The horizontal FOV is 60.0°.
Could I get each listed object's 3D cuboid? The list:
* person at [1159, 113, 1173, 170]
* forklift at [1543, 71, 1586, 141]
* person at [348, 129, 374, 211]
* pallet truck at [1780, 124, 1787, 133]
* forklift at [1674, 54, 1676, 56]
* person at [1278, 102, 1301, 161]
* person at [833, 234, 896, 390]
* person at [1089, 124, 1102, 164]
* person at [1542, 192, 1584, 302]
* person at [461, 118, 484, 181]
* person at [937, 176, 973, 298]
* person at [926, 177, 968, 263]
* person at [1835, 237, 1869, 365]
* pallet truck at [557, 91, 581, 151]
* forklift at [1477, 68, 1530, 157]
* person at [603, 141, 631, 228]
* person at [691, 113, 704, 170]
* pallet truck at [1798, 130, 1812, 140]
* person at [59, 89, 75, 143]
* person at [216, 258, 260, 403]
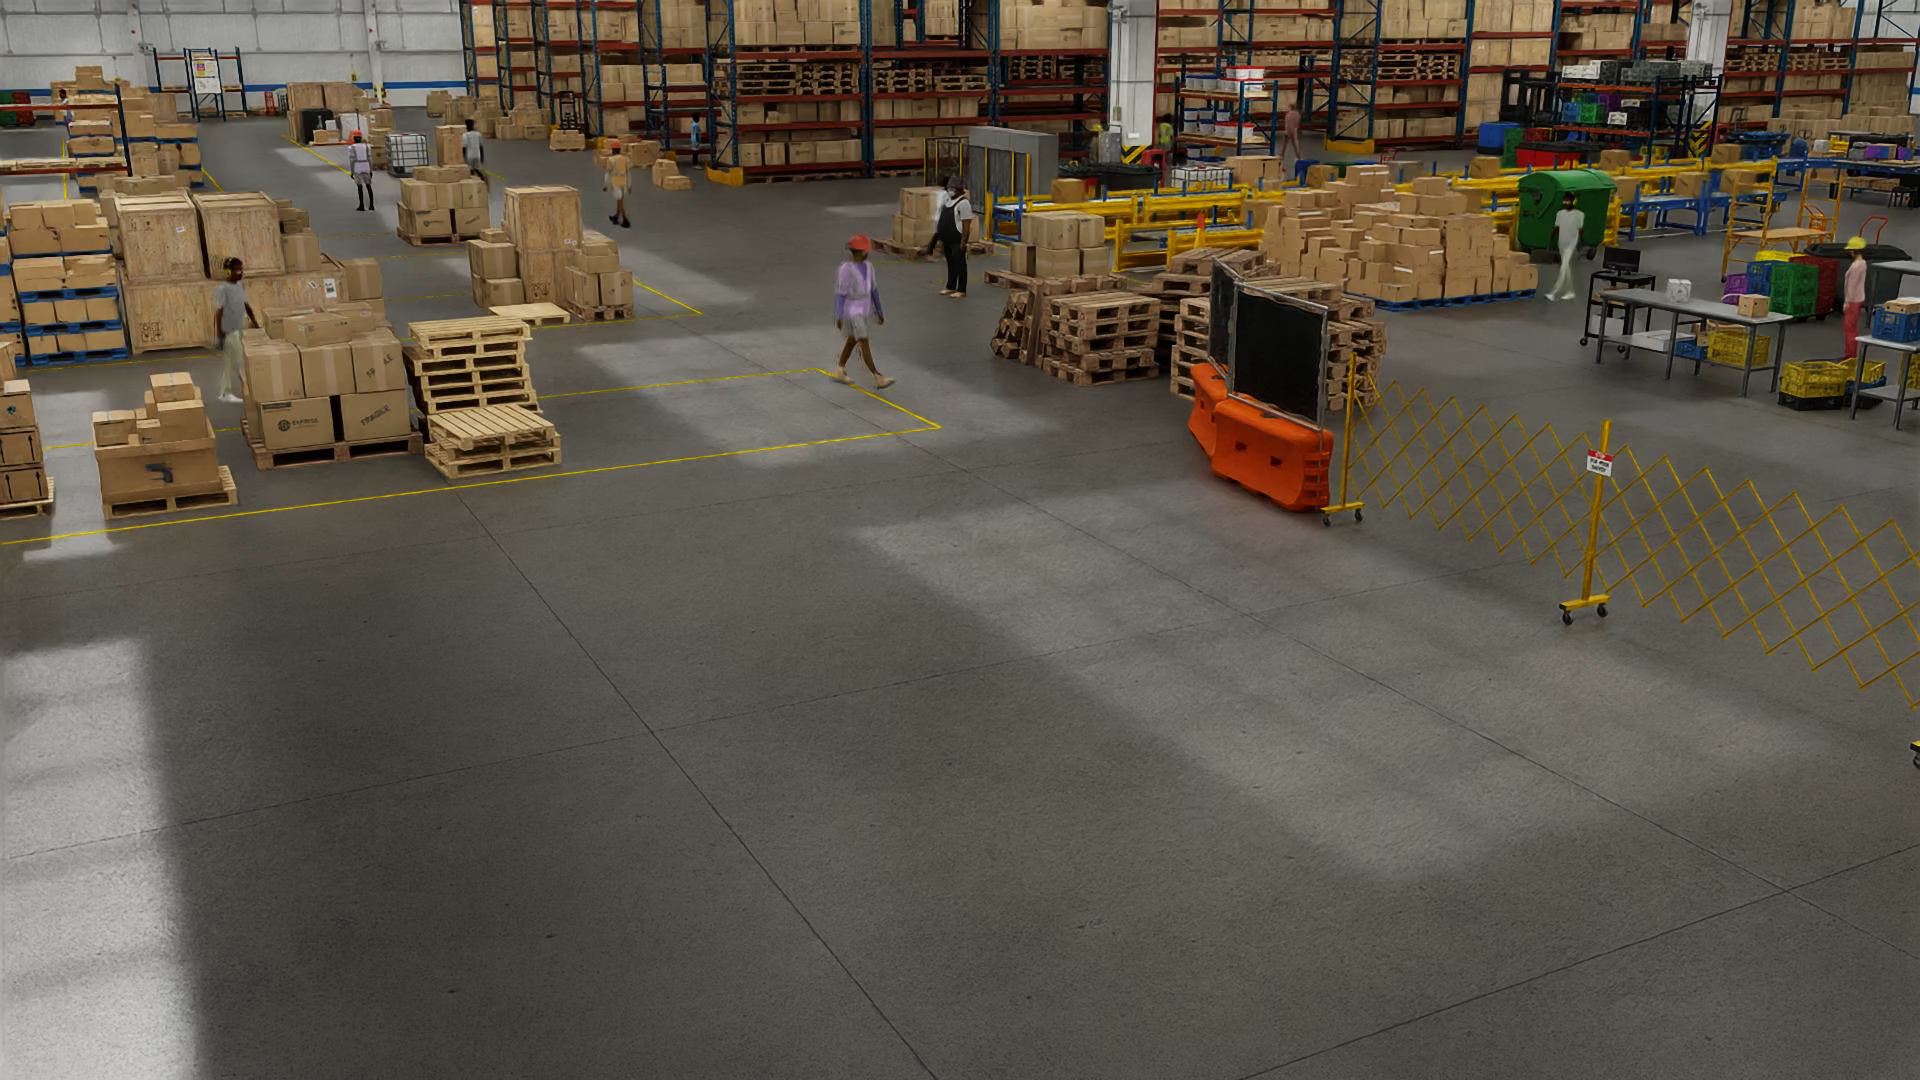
[{"bbox_3d":[6.288,-12.053,50.334,0.487,1.677,0.559,-12,21,-33],"label":"person"},{"bbox_3d":[18.685,-13.231,52.085,1.873,2.768,1.129,-9,20,-26],"label":"forklift"},{"bbox_3d":[-14.492,-8.948,40.250,0.542,1.938,0.358,-14,23,-37],"label":"person"},{"bbox_3d":[25.206,-12.542,52.601,1.601,1.201,0.680,0,18,-2],"label":"pallet truck"},{"bbox_3d":[34.585,-22.181,79.984,1.129,2.768,1.873,-9,20,-26],"label":"forklift"},{"bbox_3d":[10.583,-13.054,53.195,0.661,1.854,1.017,-12,21,-33],"label":"person"},{"bbox_3d":[-1.258,-2.942,21.450,1.067,1.982,0.635,11,21,31],"label":"person"},{"bbox_3d":[3.681,-10.093,44.025,0.769,1.812,0.598,-9,20,-26],"label":"person"},{"bbox_3d":[10.071,-4.890,27.786,0.981,1.813,0.556,-12,21,-33],"label":"person"},{"bbox_3d":[-12.905,-10.179,44.073,0.466,1.951,0.606,14,23,37],"label":"person"},{"bbox_3d":[-0.122,-5.131,28.184,0.539,2.000,0.689,-10,20,-28],"label":"person"},{"bbox_3d":[-0.288,-6.170,32.058,0.875,1.635,0.569,-9,20,-25],"label":"person"},{"bbox_3d":[12.258,-3.285,22.890,0.345,1.761,0.523,13,22,35],"label":"person"},{"bbox_3d":[-13.495,-14.412,57.188,0.823,1.965,1.885,-3,18,-9],"label":"pallet truck"},{"bbox_3d":[18.231,-14.152,54.956,1.873,2.768,1.129,-9,20,-26],"label":"forklift"},{"bbox_3d":[-7.710,-7.994,37.358,0.985,1.883,0.549,16,24,41],"label":"person"},{"bbox_3d":[-7.993,-12.080,50.411,0.319,1.692,0.533,-6,19,-18],"label":"person"},{"bbox_3d":[25.526,-11.556,49.408,1.630,1.274,0.653,-9,20,-26],"label":"pallet truck"},{"bbox_3d":[-32.296,-15.335,60.213,0.399,1.915,0.592,-16,24,-40],"label":"person"},{"bbox_3d":[-8.853,-2.568,20.548,0.958,1.820,0.526,2,18,7],"label":"person"}]
